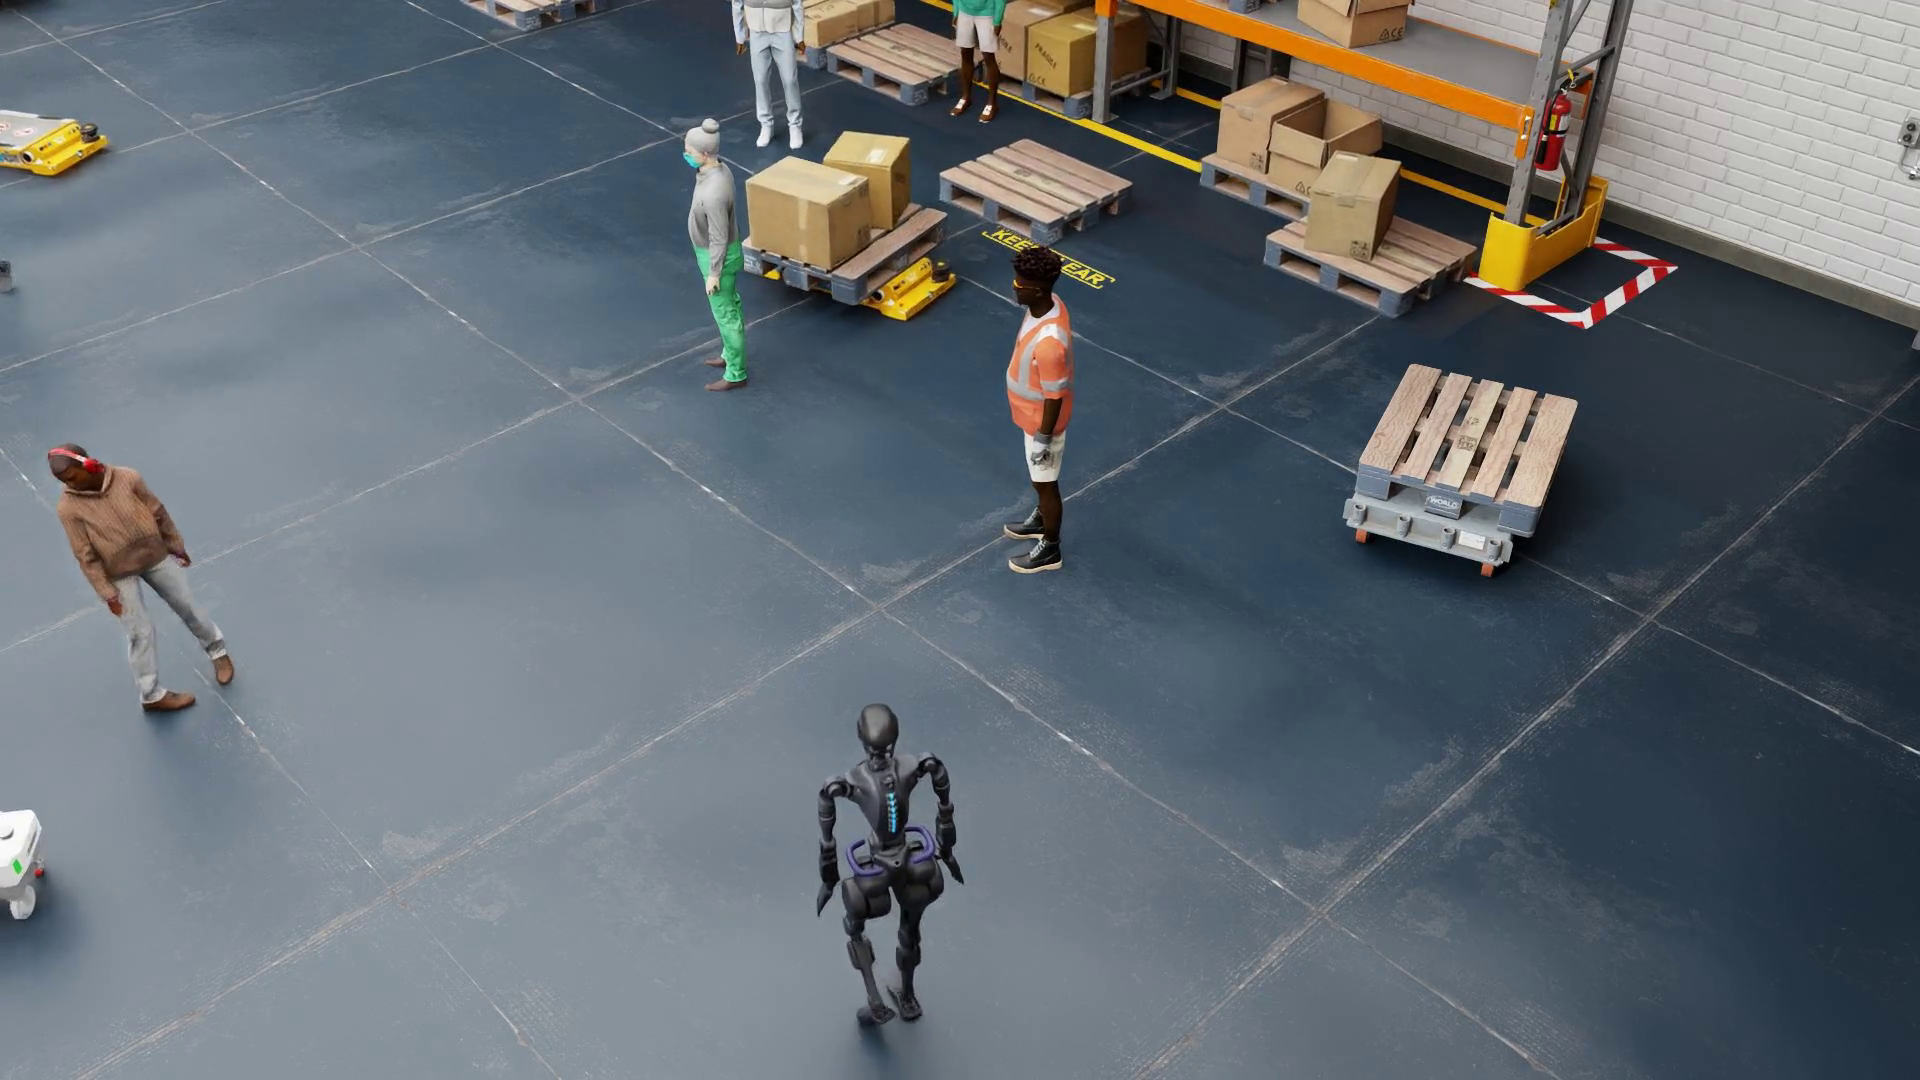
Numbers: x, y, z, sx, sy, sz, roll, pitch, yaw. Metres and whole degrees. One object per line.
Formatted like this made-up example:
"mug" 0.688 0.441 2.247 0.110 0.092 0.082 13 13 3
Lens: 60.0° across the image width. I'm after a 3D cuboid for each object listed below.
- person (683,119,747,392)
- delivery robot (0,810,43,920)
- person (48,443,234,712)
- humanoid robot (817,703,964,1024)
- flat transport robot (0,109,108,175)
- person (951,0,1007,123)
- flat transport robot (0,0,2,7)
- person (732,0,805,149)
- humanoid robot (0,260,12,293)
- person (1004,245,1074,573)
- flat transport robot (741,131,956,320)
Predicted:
"person" -1.561 -1.820 10.641 0.341 1.842 0.506 -3 37 -4
"delivery robot" -4.482 1.442 7.382 0.759 0.588 0.517 -6 37 -8
"person" -4.062 0.142 8.233 0.358 1.607 0.520 27 45 31
"humanoid robot" -0.269 1.326 6.608 0.610 1.642 0.375 -13 39 -16
"flat transport robot" -8.000 -3.357 13.978 1.431 0.231 0.659 10 38 13
"person" 0.173 -4.512 14.205 0.502 1.843 0.394 20 41 24
"flat transport robot" -9.974 -5.708 17.090 0.659 0.231 1.431 7 38 10
"person" -1.570 -4.188 13.725 0.596 1.906 0.408 2 37 3
"humanoid robot" -7.104 -2.444 11.603 0.590 1.649 0.400 4 37 5
"person" 0.432 -0.699 9.052 0.366 1.964 0.608 0 37 -1
"flat transport robot" -0.810 -1.995 12.174 1.431 0.231 0.659 21 42 25
